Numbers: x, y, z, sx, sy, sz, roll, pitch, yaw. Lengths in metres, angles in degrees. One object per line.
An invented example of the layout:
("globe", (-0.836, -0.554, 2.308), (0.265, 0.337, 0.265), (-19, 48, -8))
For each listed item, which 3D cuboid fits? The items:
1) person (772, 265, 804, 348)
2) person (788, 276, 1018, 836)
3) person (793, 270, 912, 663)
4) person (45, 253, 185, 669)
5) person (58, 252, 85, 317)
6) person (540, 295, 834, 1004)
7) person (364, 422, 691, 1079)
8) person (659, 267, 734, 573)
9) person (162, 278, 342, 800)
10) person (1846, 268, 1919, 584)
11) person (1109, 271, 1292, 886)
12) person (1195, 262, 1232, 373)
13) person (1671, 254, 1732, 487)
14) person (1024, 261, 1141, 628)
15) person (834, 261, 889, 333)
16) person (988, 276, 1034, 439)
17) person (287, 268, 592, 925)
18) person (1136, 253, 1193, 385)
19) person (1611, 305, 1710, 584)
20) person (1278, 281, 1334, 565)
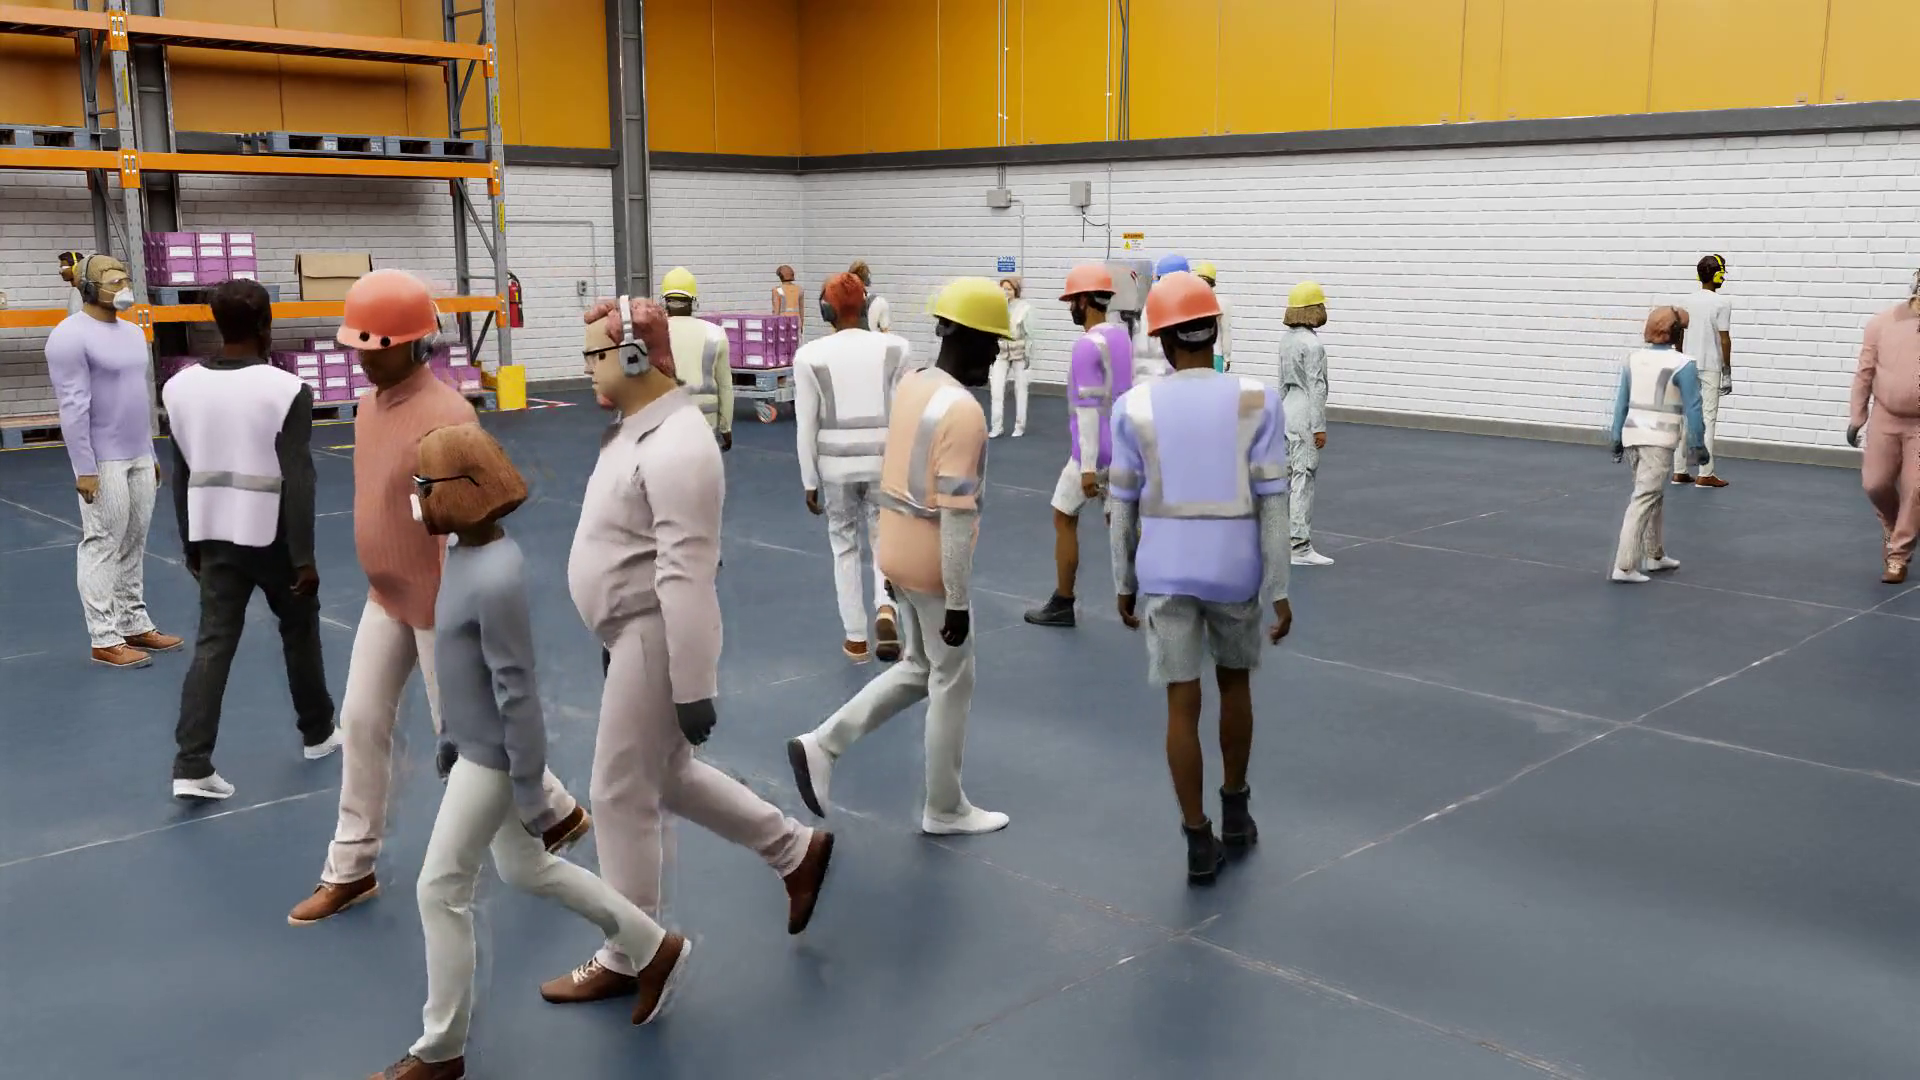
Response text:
("person", (-2.241, -2.758, 21.677), (0.513, 1.640, 0.309), (-10, 14, -43))
("person", (-0.163, 0.092, 5.456), (0.721, 1.887, 0.639), (-4, 11, -20))
("person", (-0.464, -0.311, 7.730), (0.606, 1.865, 0.650), (-2, 11, -11))
("person", (-3.987, -0.373, 7.855), (0.372, 1.940, 0.630), (1, 10, 3))
("person", (-8.242, -1.767, 15.648), (0.310, 1.868, 0.532), (-9, 14, -42))
("person", (-0.742, 0.281, 4.470), (0.759, 1.874, 0.642), (-3, 11, -15))
("person", (-1.060, 0.502, 3.995), (0.770, 1.598, 0.488), (-4, 11, -19))
("person", (-1.650, -0.700, 9.927), (0.600, 1.831, 0.404), (-2, 11, -11))
("person", (-2.617, -0.014, 6.094), (0.603, 1.878, 0.976), (2, 11, 9))
("person", (5.600, -0.702, 9.778), (0.667, 1.889, 0.601), (8, 13, 38))
("person", (0.766, 0.105, 5.338), (0.579, 1.903, 0.731), (2, 11, 9))
("person", (2.308, -1.735, 15.756), (0.524, 1.769, 0.314), (3, 11, 15))
("person", (6.009, -1.359, 13.421), (0.328, 1.872, 0.512), (-6, 12, -29))
("person", (0.802, -0.459, 8.455), (0.894, 1.897, 0.558), (6, 12, 30))
("person", (-0.875, -1.587, 14.883), (0.531, 1.799, 0.980), (-1, 10, -6))
("person", (0.490, -1.802, 16.541), (0.524, 1.611, 0.670), (4, 11, 22))
("person", (-1.570, 0.156, 5.031), (0.919, 1.951, 0.671), (-10, 14, -44))
("person", (1.516, -1.153, 12.244), (1.020, 1.891, 0.641), (-1, 10, -8))
("person", (4.119, -0.551, 9.722), (0.745, 1.612, 0.520), (-4, 11, -19))
("person", (2.124, -0.721, 10.281), (0.290, 1.746, 0.486), (-3, 11, -16))
